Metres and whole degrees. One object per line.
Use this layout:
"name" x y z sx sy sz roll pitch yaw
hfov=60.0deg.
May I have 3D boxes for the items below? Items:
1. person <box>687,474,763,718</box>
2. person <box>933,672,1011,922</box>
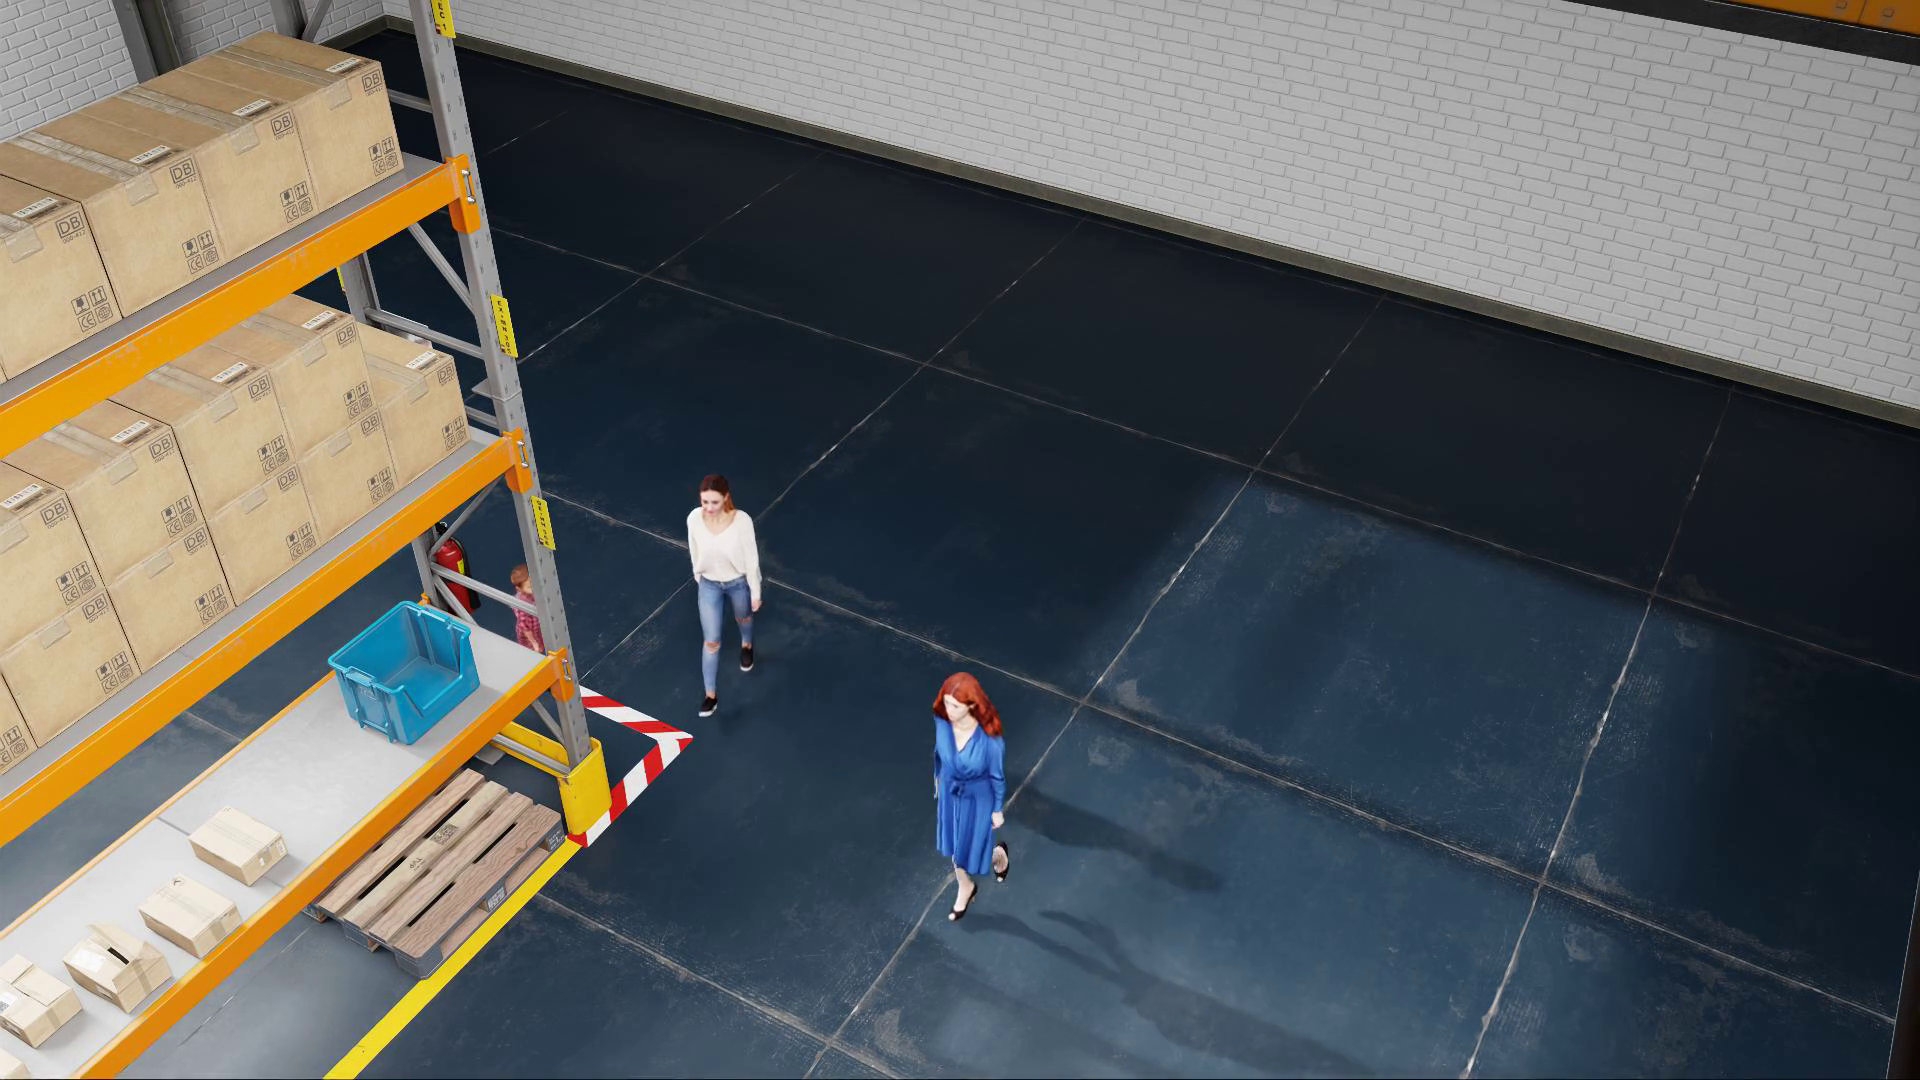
"person" -1.469 0.233 10.613 0.937 1.654 1.150 2 39 3
"person" 0.108 1.372 9.058 0.666 1.814 0.805 25 45 28
